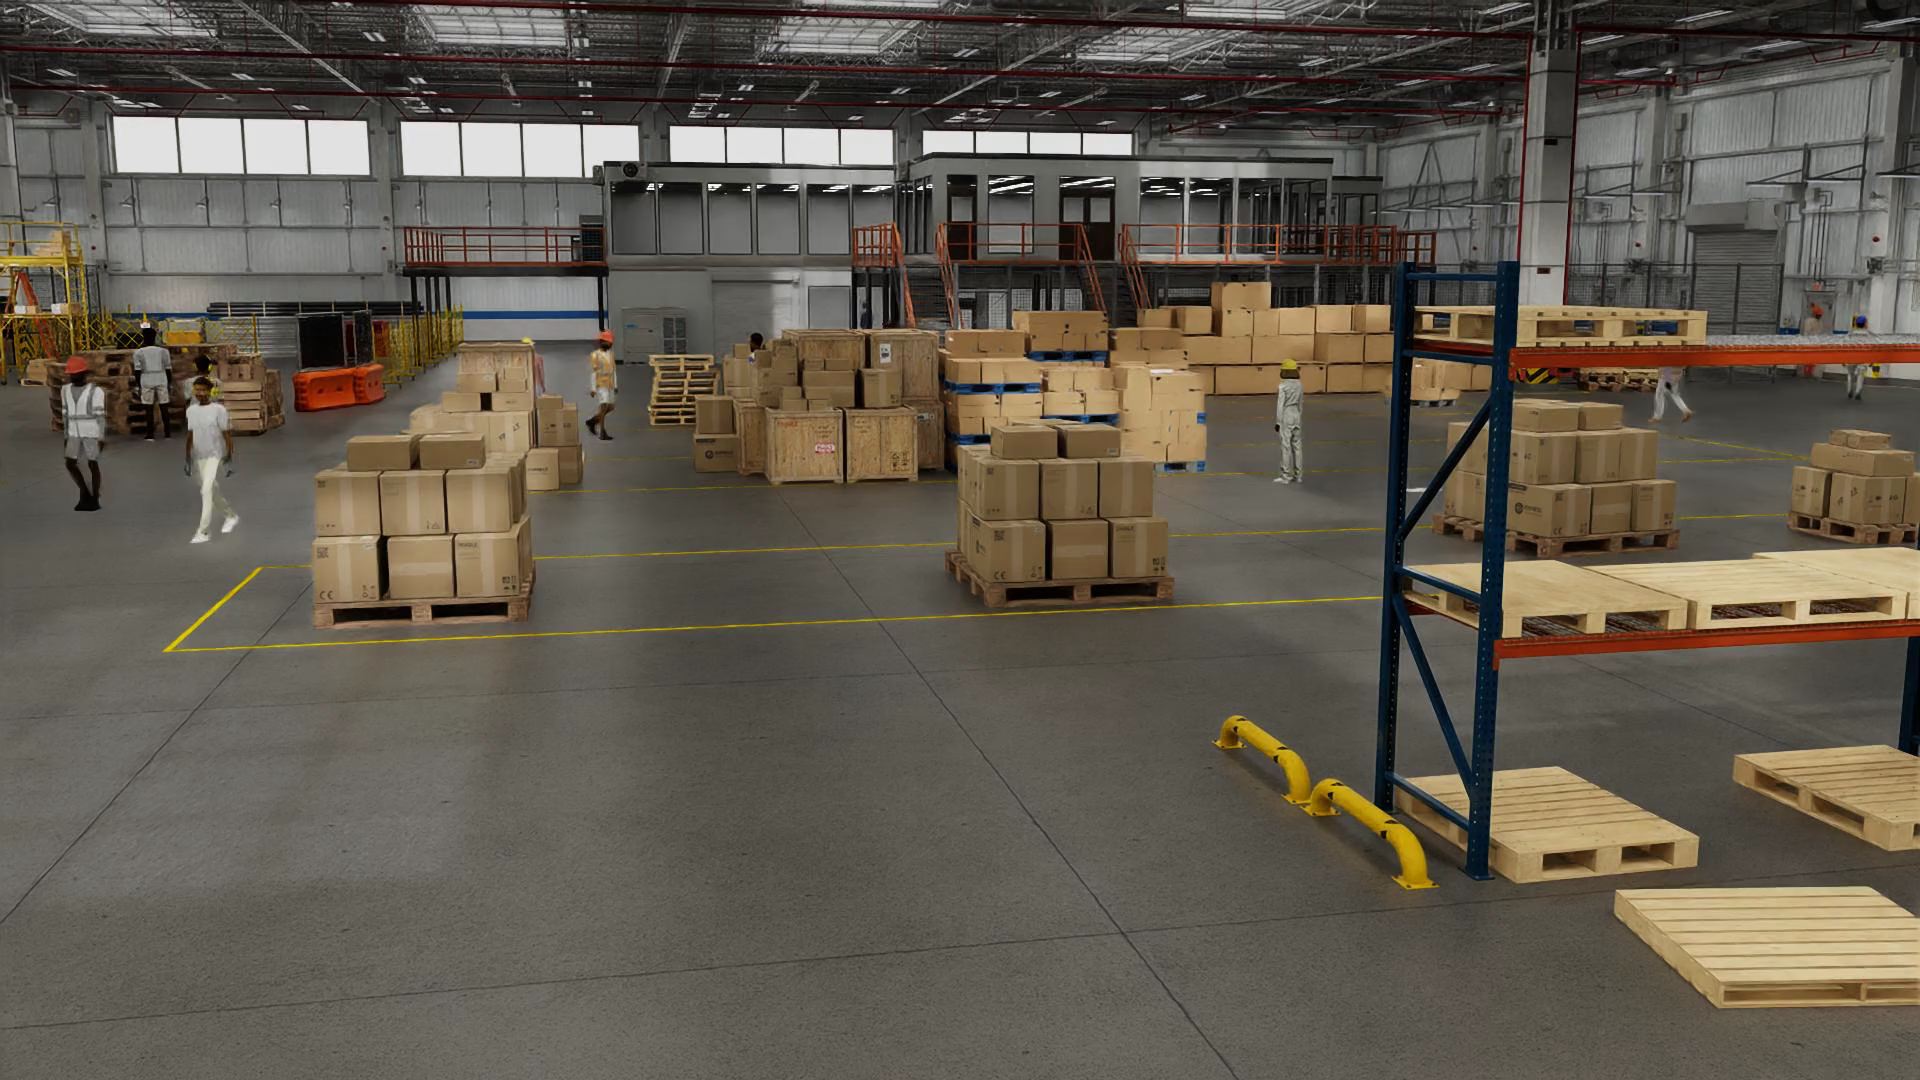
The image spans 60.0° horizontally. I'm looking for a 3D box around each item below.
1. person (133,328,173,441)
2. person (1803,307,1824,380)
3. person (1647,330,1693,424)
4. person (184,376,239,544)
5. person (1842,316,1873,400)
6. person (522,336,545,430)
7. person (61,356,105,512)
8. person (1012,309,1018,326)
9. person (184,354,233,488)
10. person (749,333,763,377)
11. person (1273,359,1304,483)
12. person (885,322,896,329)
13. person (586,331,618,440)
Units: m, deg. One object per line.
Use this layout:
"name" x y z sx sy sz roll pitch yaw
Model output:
"person" -13.989 -2.699 28.851 0.611 1.966 0.362 -7 12 -38
"person" 22.778 -5.231 44.328 0.644 1.952 0.661 -5 11 -28
"person" 13.613 -3.101 31.790 0.628 1.809 0.723 -7 12 -37
"person" -8.324 -0.917 18.468 0.539 1.823 0.964 2 10 14
"person" 20.486 -4.155 37.927 0.629 1.914 0.949 5 11 28
"person" -7.842 -2.828 30.284 0.543 1.749 0.436 -1 9 -8
"person" -10.765 -1.290 20.401 0.580 1.918 0.448 1 9 4
"person" 1.484 -5.270 44.776 0.356 1.885 0.572 0 9 -3
"person" -10.044 -1.561 22.297 0.504 1.840 0.796 1 9 3
"person" -3.332 -2.488 27.716 0.397 1.919 0.590 3 10 19
"person" 4.587 -1.658 23.222 0.480 1.734 0.337 -7 12 -37
"person" -1.359 -3.887 36.562 0.544 1.804 0.524 1 9 7
"person" -6.292 -2.701 29.103 0.648 1.910 0.593 5 10 26
